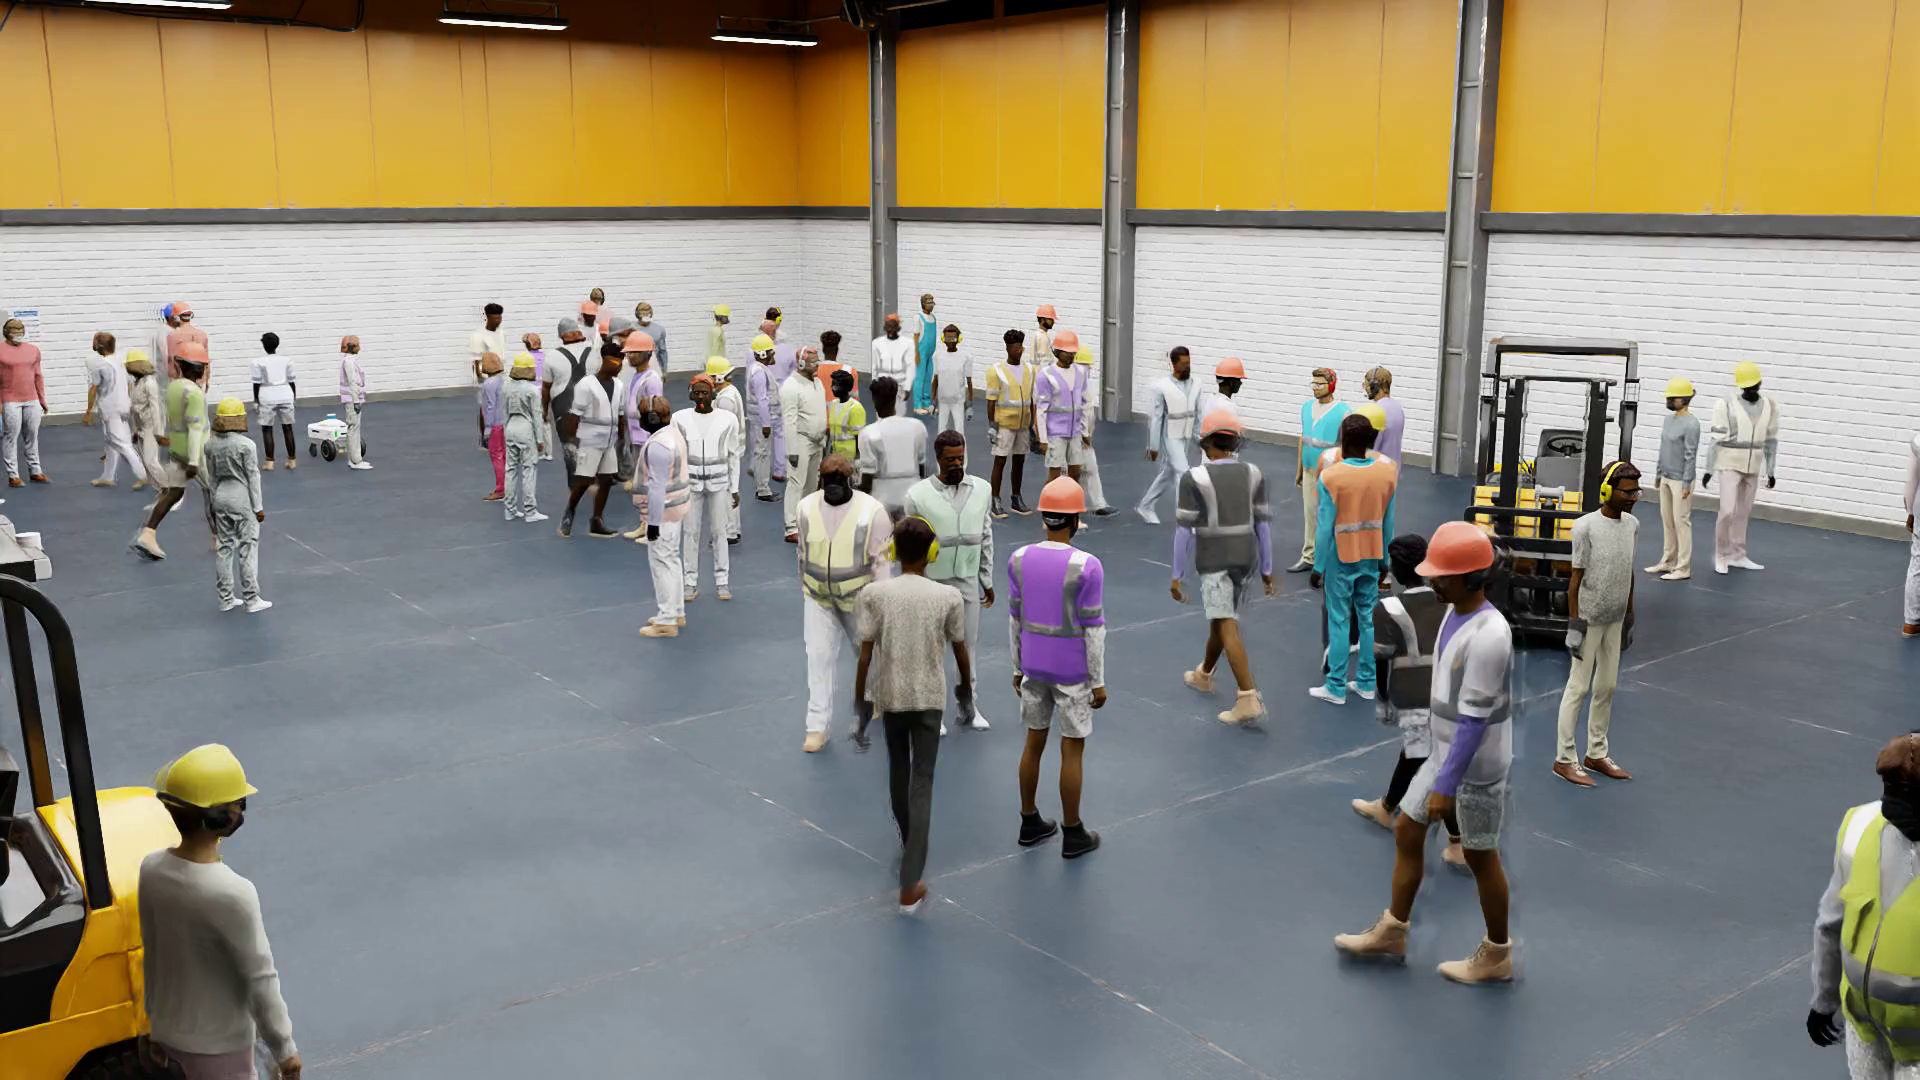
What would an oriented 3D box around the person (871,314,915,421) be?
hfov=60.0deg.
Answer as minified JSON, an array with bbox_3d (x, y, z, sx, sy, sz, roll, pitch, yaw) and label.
[{"bbox_3d":[-0.850,-1.890,20.838,0.574,1.835,0.982,1,12,4],"label":"person"}]

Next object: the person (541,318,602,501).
[{"bbox_3d":[-4.296,-1.484,18.400,0.686,2.000,0.894,-6,13,-27],"label":"person"}]

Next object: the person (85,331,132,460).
[{"bbox_3d":[-10.737,-1.813,20.982,0.286,1.632,0.500,10,15,40],"label":"person"}]

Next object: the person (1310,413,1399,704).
[{"bbox_3d":[2.588,0.127,10.923,0.594,1.917,0.381,-5,13,-22],"label":"person"}]

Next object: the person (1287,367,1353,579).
[{"bbox_3d":[3.180,-0.591,14.560,0.390,1.846,0.565,-8,14,-34],"label":"person"}]

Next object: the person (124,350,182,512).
[{"bbox_3d":[-8.561,-1.147,17.622,0.357,1.705,0.620,-11,16,-42],"label":"person"}]

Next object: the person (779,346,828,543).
[{"bbox_3d":[-1.469,-0.917,16.029,0.397,1.899,0.638,5,13,23],"label":"person"}]

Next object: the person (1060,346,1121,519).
[{"bbox_3d":[1.269,-1.073,16.994,0.732,1.798,0.611,7,14,31],"label":"person"}]

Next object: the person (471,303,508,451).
[{"bbox_3d":[-6.043,-2.114,21.683,0.664,1.936,0.651,6,13,27],"label":"person"}]

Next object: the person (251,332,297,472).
[{"bbox_3d":[-8.329,-1.680,20.240,0.537,1.677,0.345,-11,16,-42],"label":"person"}]

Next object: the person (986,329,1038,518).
[{"bbox_3d":[0.545,-1.214,17.277,0.614,1.963,0.362,-8,14,-34],"label":"person"}]

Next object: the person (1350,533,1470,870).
[{"bbox_3d":[2.344,0.795,8.400,0.528,1.632,0.900,-6,13,-28],"label":"person"}]

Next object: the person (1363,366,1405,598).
[{"bbox_3d":[3.471,-0.483,13.854,0.383,1.929,0.635,8,14,34],"label":"person"}]

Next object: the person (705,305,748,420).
[{"bbox_3d":[-3.503,-2.589,24.506,0.823,1.724,0.533,-3,12,-14],"label":"person"}]

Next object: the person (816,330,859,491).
[{"bbox_3d":[-1.337,-1.190,17.201,0.608,1.955,0.385,1,12,7],"label":"person"}]

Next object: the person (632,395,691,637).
[{"bbox_3d":[-2.271,-0.190,12.671,0.429,1.830,0.639,0,12,1],"label":"person"}]

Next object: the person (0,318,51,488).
[{"bbox_3d":[-10.814,-1.581,19.134,0.372,1.934,0.627,7,13,29],"label":"person"}]

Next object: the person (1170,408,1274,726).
[{"bbox_3d":[1.682,0.154,10.696,0.654,1.978,1.097,-5,13,-24],"label":"person"}]

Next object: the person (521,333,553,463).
[{"bbox_3d":[-5.308,-1.780,20.829,0.319,1.631,0.520,7,14,31],"label":"person"}]

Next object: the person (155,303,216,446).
[{"bbox_3d":[-10.390,-2.192,22.153,0.917,1.902,0.661,-1,12,-4],"label":"person"}]

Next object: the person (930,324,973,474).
[{"bbox_3d":[-0.099,-1.576,19.296,0.517,1.860,0.321,4,12,20],"label":"person"}]

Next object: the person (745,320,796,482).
[{"bbox_3d":[-2.272,-1.648,19.583,0.666,1.869,0.858,-6,13,-27],"label":"person"}]

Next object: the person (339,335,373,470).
[{"bbox_3d":[-7.411,-1.680,20.330,0.307,1.638,0.512,-5,13,-24],"label":"person"}]

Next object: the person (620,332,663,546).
[{"bbox_3d":[-3.029,-0.965,15.889,0.373,2.044,0.608,-7,13,-29],"label":"person"}]

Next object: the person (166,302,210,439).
[{"bbox_3d":[-9.894,-2.057,21.330,0.408,1.980,0.627,5,13,22],"label":"person"}]

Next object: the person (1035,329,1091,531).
[{"bbox_3d":[1.034,-1.062,16.407,0.615,2.029,0.409,-8,14,-35],"label":"person"}]

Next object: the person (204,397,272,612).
[{"bbox_3d":[-5.803,-0.284,13.360,0.481,1.734,0.329,4,12,19],"label":"person"}]

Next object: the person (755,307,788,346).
[{"bbox_3d":[-2.511,-2.184,22.243,0.530,1.854,0.324,5,13,22],"label":"person"}]

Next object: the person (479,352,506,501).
[{"bbox_3d":[-5.114,-1.249,18.248,0.272,1.636,0.507,0,12,0],"label":"person"}]

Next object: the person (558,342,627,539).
[{"bbox_3d":[-3.579,-0.965,16.191,0.674,1.922,0.679,7,14,32],"label":"person"}]

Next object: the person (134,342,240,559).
[{"bbox_3d":[-7.158,-0.818,15.315,0.622,2.006,1.026,10,15,39],"label":"person"}]
